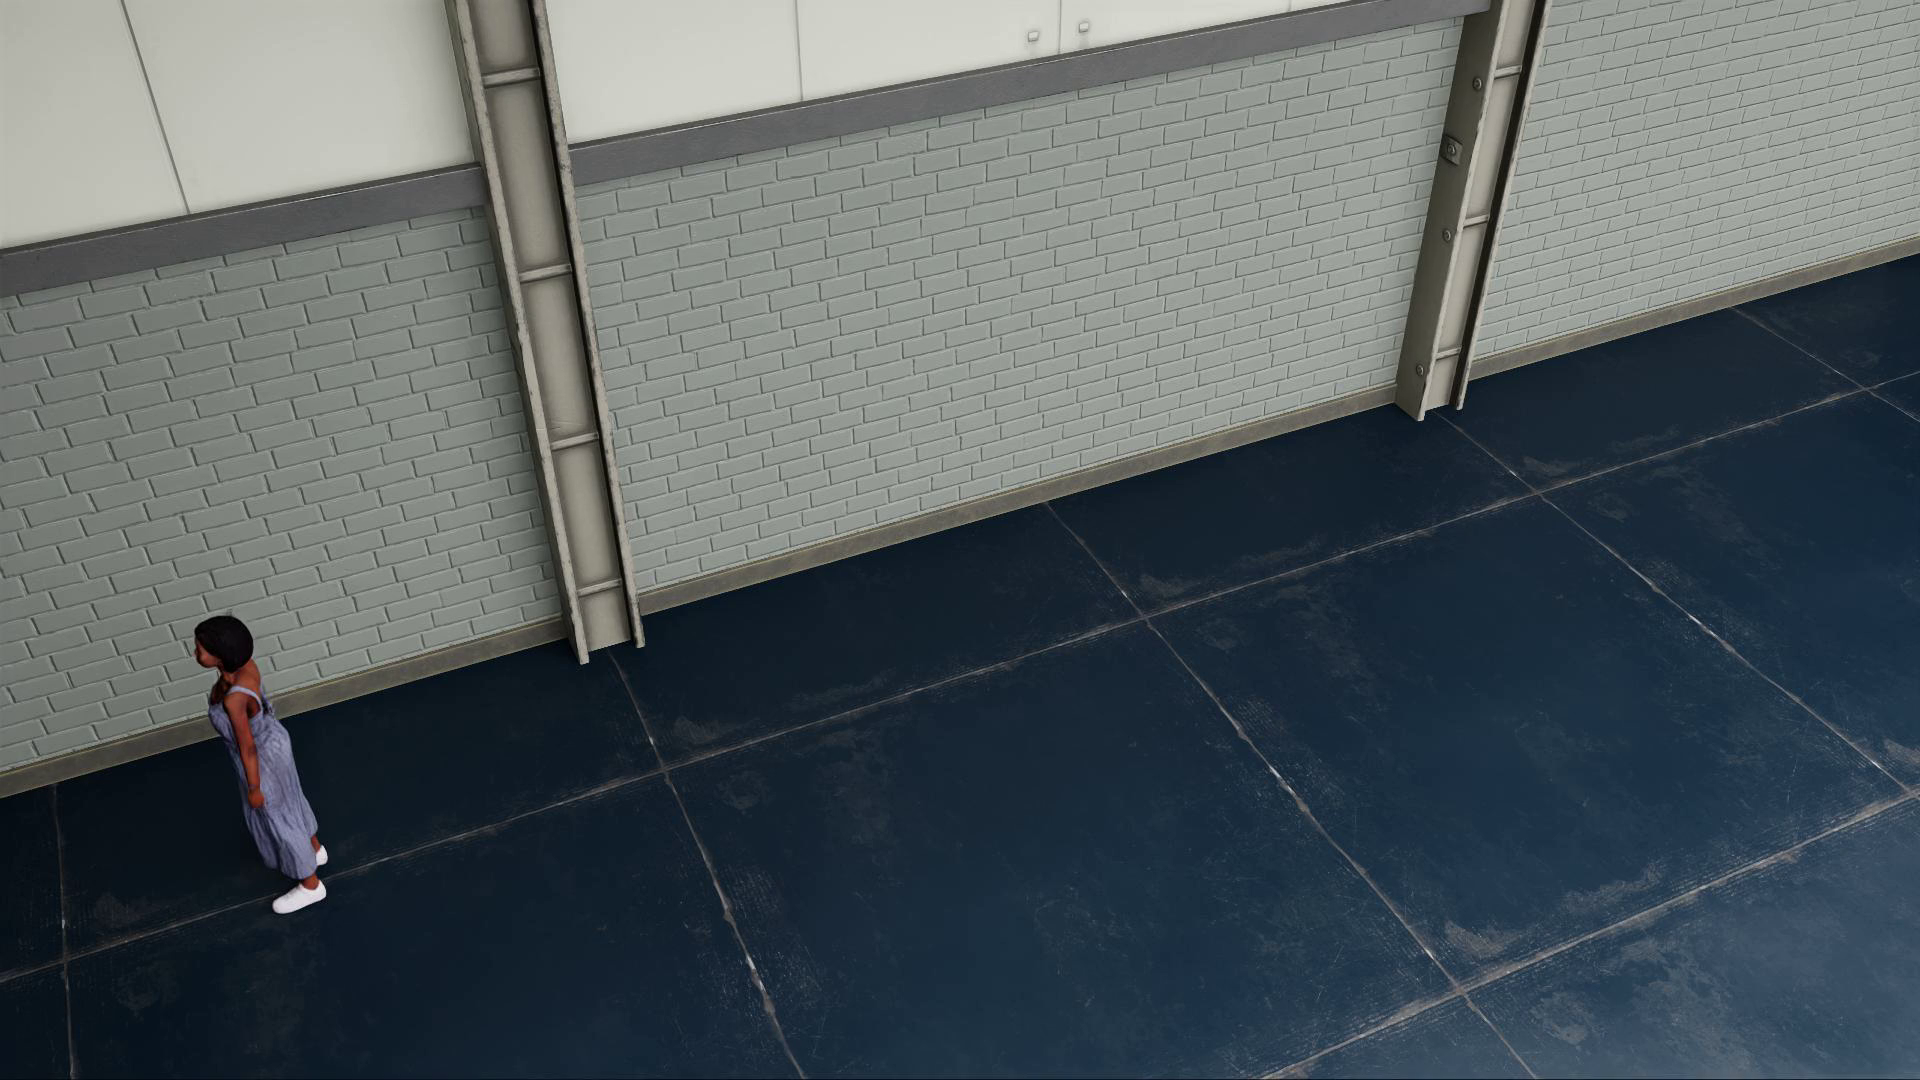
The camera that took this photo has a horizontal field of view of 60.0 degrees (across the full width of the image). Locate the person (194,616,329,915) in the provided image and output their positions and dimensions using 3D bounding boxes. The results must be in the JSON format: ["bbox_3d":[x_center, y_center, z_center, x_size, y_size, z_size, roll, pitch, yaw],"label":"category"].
[{"bbox_3d":[-3.310,1.033,7.927,0.544,1.695,0.608,-13,40,-16],"label":"person"}]
